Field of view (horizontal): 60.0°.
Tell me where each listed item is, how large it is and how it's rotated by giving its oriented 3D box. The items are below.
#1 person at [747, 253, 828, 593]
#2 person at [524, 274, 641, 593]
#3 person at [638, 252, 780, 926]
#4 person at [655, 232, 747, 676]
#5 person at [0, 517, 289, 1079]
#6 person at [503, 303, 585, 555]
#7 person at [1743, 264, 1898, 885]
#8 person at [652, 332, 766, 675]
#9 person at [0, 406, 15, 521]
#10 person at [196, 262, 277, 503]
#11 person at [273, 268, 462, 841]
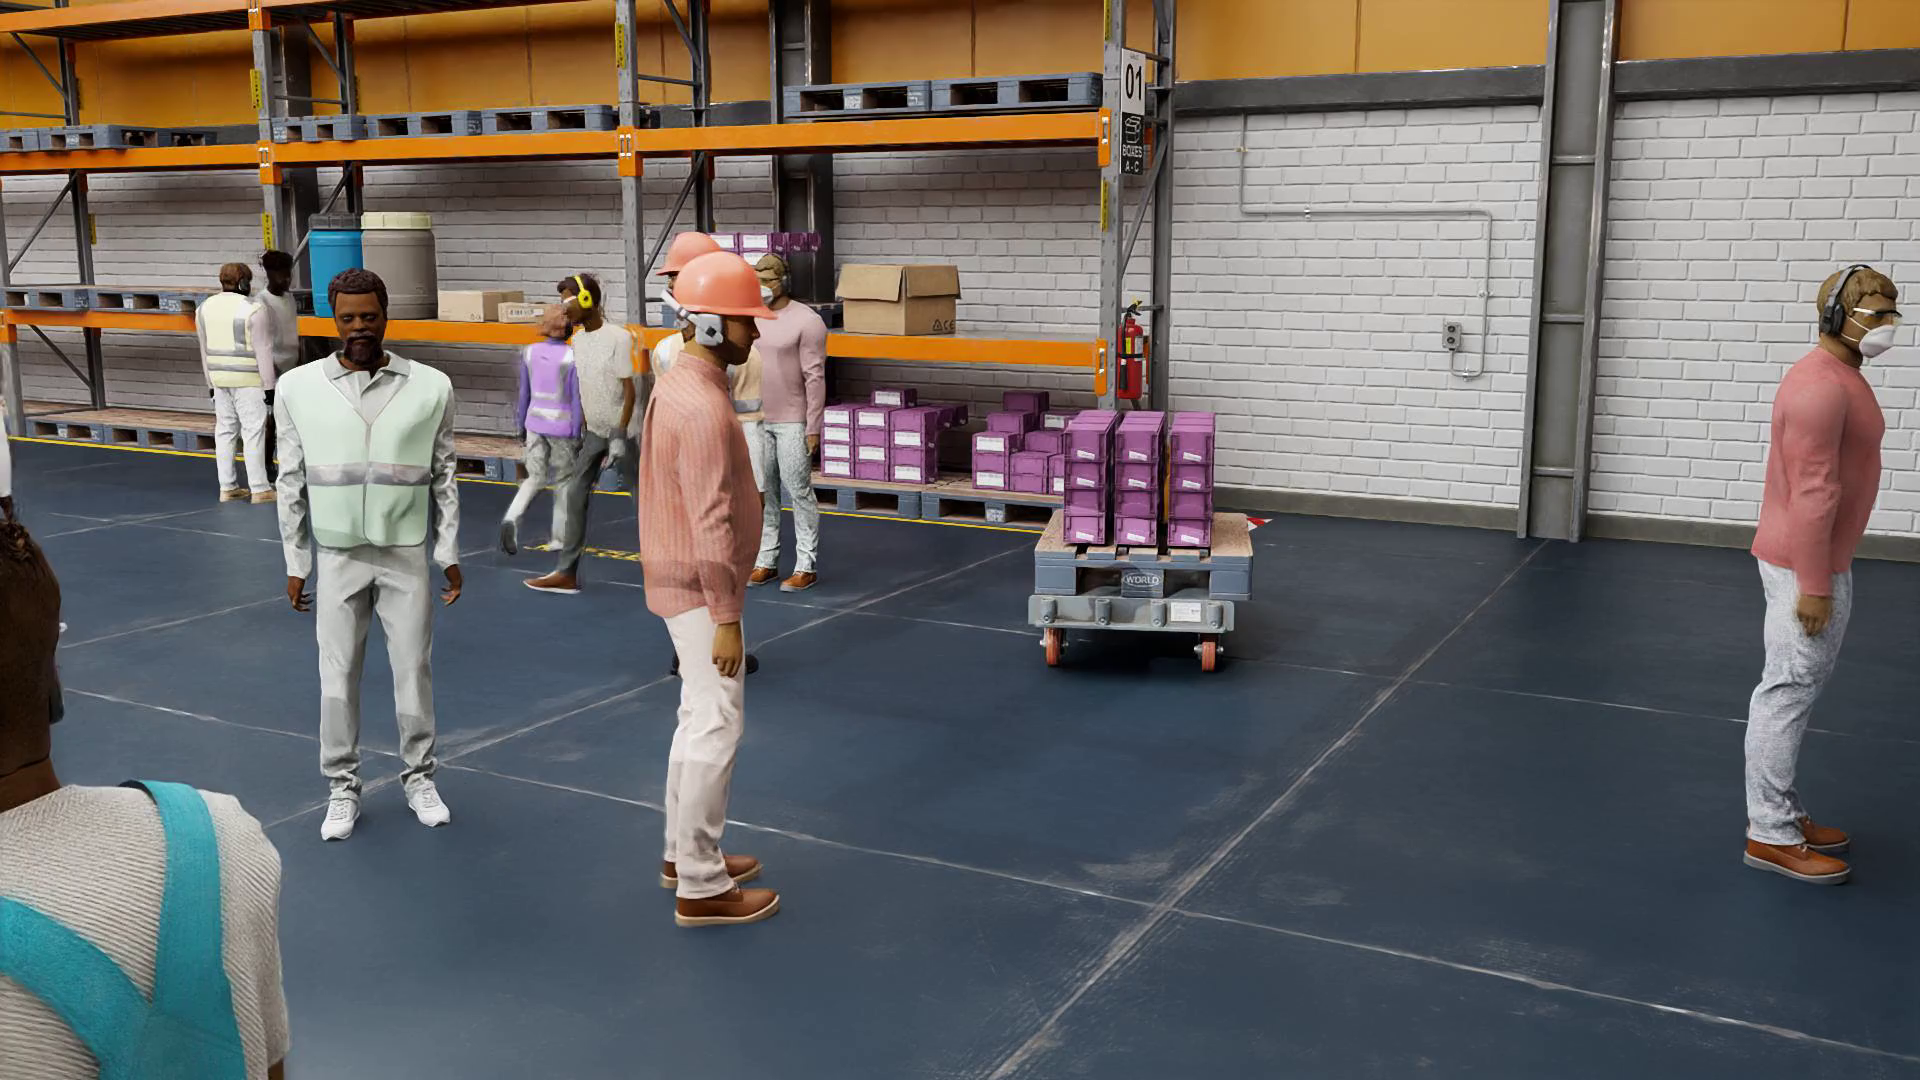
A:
[{"bbox_3d":[-1.036,-0.667,9.542,0.627,1.933,0.368,6,12,31],"label":"person"},{"bbox_3d":[-1.998,-0.580,9.391,0.597,1.816,0.765,7,12,34],"label":"person"},{"bbox_3d":[-0.730,0.154,4.910,0.411,1.980,0.625,-3,11,-17],"label":"person"},{"bbox_3d":[-1.181,-0.380,7.647,0.389,2.041,0.614,-1,10,-6],"label":"person"},{"bbox_3d":[-0.772,0.858,1.469,0.371,1.829,0.503,4,11,19],"label":"person"},{"bbox_3d":[-2.620,-0.677,10.472,0.535,1.612,0.641,5,11,25],"label":"person"},{"bbox_3d":[2.740,0.099,5.316,0.379,1.937,0.629,6,12,32],"label":"person"},{"bbox_3d":[-1.123,-0.311,7.612,0.549,1.924,0.387,4,11,20],"label":"person"},{"bbox_3d":[-4.597,-0.224,7.333,0.923,1.841,0.606,5,11,26],"label":"person"},{"bbox_3d":[-5.484,-1.194,12.696,0.630,1.836,0.430,4,11,19],"label":"person"},{"bbox_3d":[-1.998,0.044,5.670,0.590,1.919,0.392,-4,11,-23],"label":"person"}]
